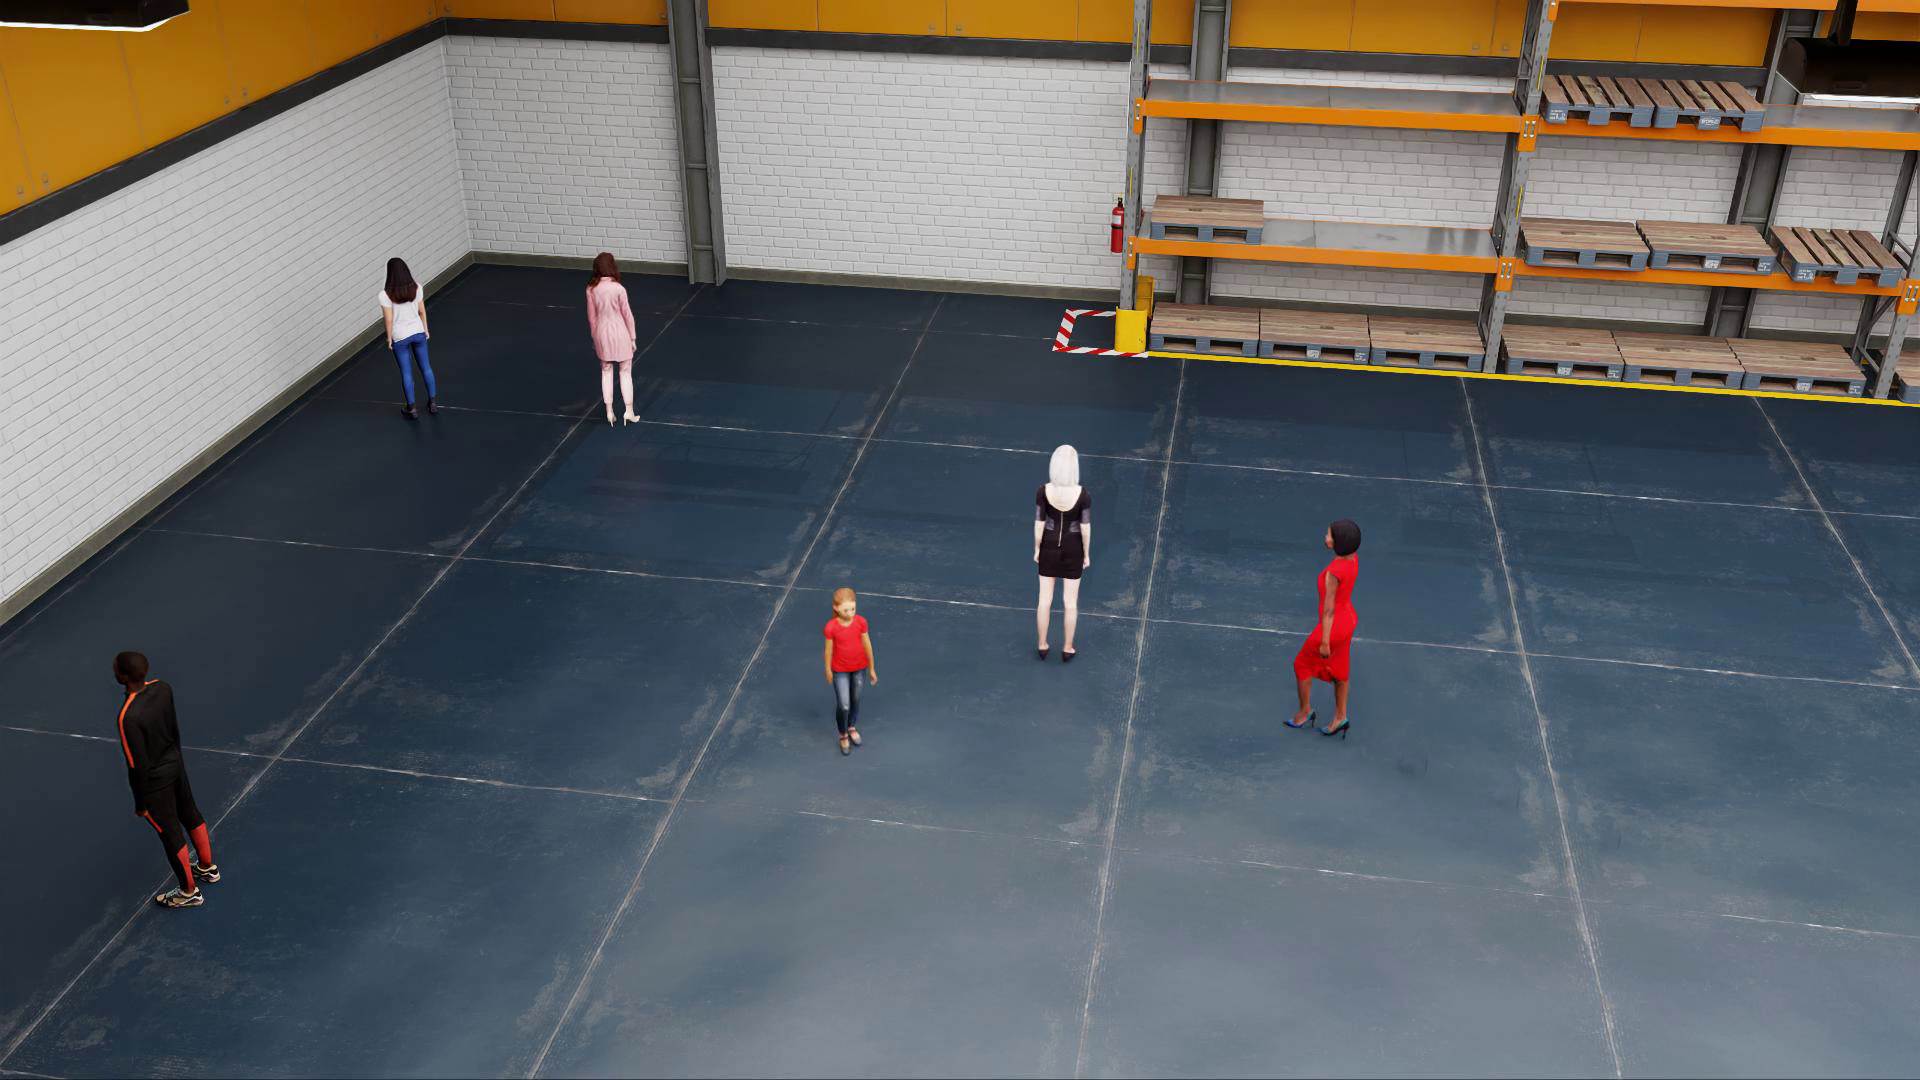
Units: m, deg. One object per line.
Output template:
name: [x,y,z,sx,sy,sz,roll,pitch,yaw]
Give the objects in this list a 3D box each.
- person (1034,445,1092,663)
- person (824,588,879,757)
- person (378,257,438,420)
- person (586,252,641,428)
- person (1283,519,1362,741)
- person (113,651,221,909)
person: [0.771,0.116,12.690,0.415,1.831,0.629,5,29,8]
person: [-0.813,0.879,11.848,0.579,1.299,0.648,-12,31,-21]
person: [-5.561,-2.032,16.782,0.677,1.685,0.723,-21,35,-33]
person: [-3.466,-1.991,16.584,0.469,1.803,0.680,3,29,5]
person: [2.728,0.673,11.775,0.806,1.731,0.745,17,33,29]
person: [-4.924,1.455,10.261,0.520,1.808,0.614,4,29,7]
